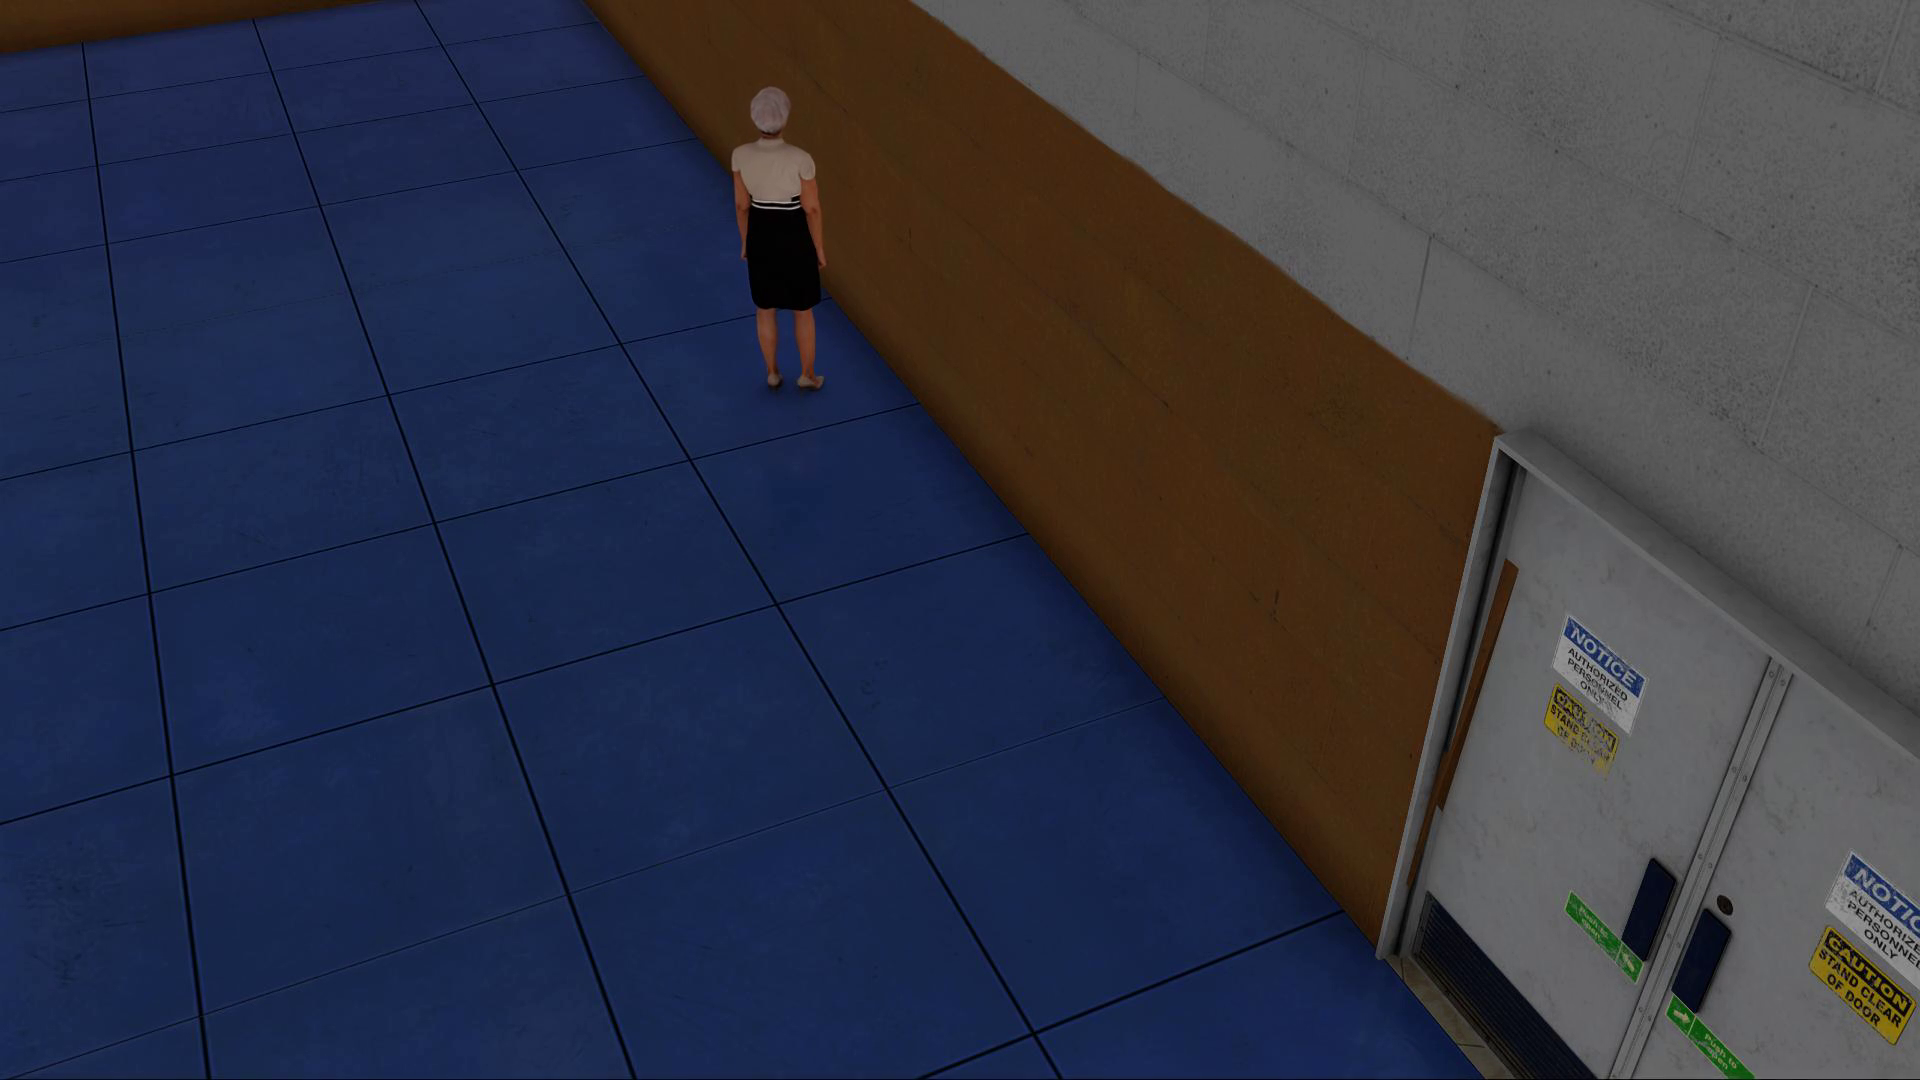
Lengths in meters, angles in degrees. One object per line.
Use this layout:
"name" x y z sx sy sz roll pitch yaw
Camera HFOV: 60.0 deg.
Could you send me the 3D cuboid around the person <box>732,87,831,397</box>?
"person" -0.949 -1.547 8.819 0.669 1.756 0.770 7 37 9
